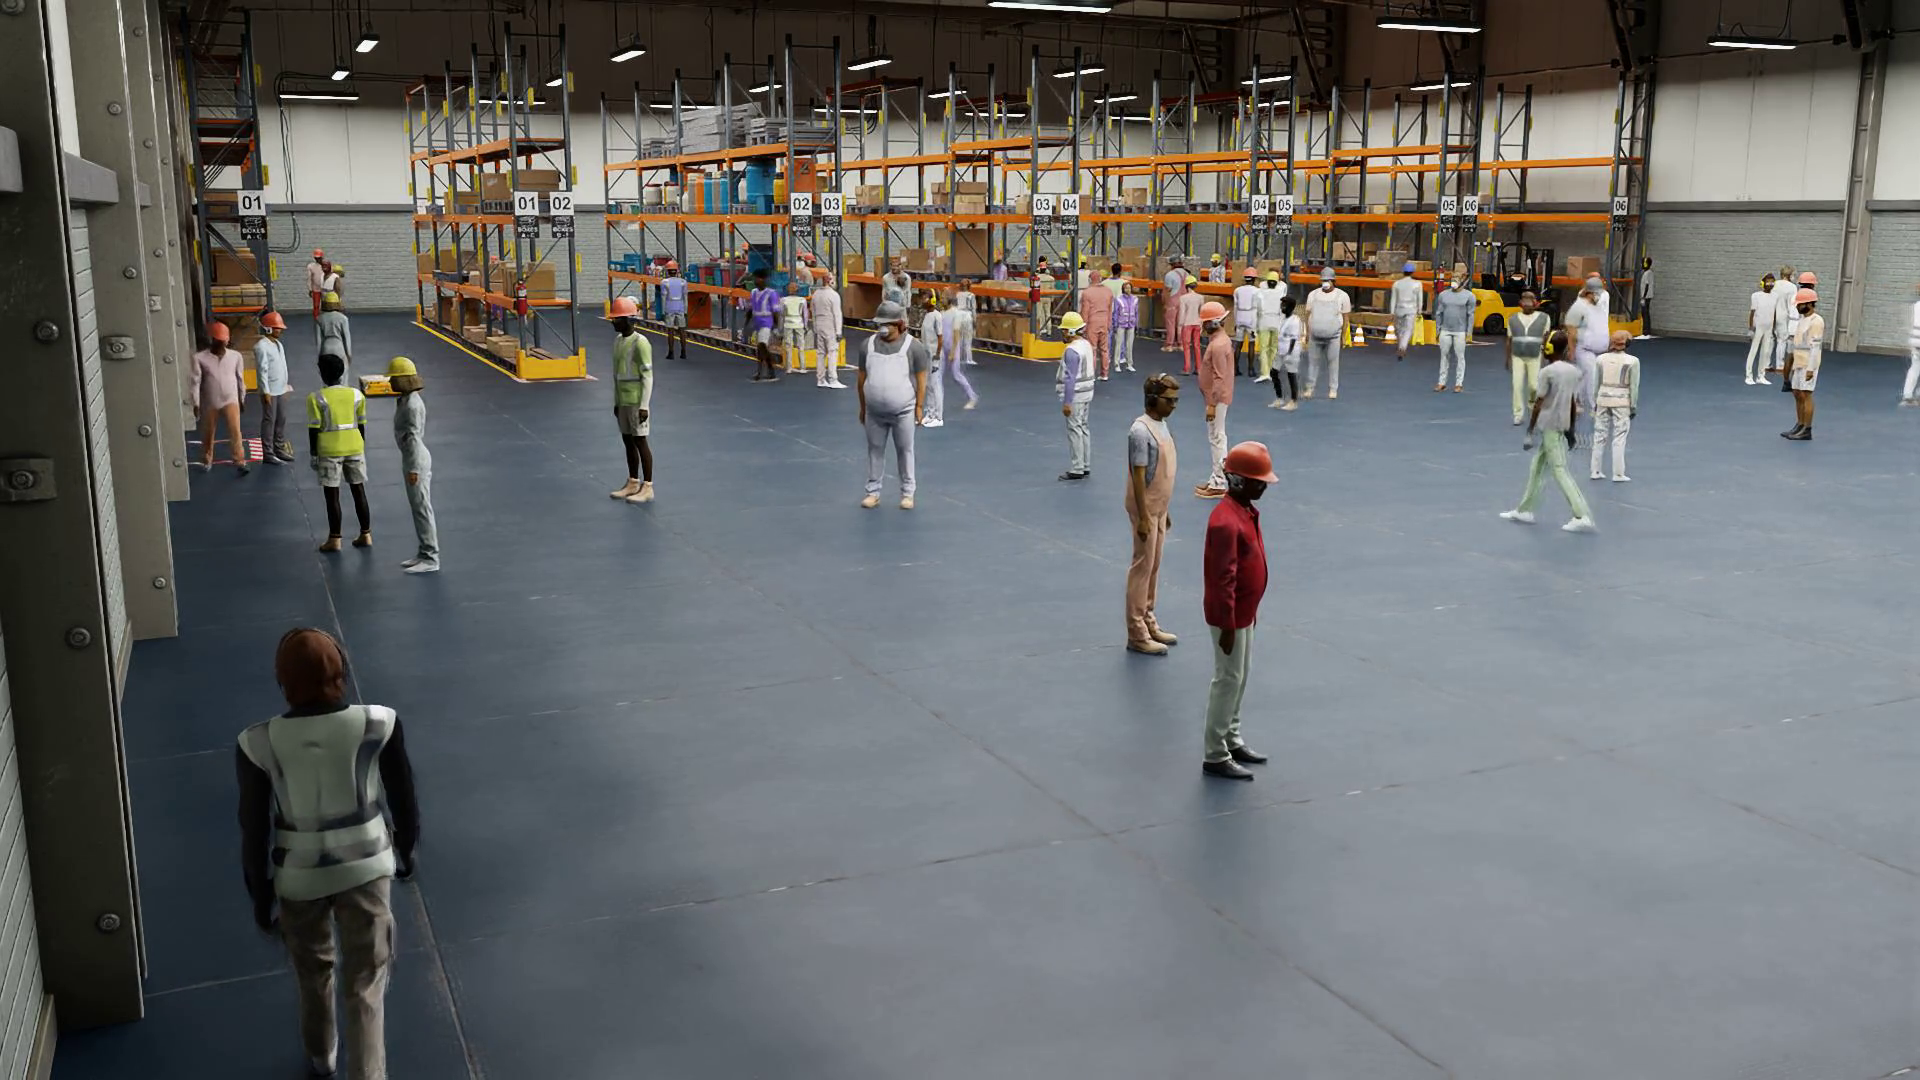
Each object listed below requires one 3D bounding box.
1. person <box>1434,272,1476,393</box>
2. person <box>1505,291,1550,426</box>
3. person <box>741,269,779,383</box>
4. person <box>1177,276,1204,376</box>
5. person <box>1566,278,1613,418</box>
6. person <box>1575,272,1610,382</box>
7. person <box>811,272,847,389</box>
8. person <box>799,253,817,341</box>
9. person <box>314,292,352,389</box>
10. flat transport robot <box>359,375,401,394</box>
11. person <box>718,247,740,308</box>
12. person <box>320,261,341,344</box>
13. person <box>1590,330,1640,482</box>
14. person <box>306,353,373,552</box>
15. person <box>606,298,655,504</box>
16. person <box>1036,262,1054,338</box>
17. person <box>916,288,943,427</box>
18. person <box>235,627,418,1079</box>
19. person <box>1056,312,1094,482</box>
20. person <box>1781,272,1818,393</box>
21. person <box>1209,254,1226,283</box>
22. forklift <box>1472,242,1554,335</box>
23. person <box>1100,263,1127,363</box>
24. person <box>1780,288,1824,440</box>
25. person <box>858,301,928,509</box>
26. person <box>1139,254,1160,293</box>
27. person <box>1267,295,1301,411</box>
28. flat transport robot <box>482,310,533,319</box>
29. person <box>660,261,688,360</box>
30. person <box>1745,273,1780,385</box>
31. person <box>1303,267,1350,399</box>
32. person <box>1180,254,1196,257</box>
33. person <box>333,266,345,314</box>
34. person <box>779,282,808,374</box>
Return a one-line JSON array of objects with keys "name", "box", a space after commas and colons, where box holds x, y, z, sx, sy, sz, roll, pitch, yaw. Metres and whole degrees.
[{"name": "person", "box": [7.957, -3.342, 26.787, 0.629, 1.937, 0.373, 8, 13, 34]}, {"name": "person", "box": [7.711, -2.471, 22.627, 0.594, 1.826, 0.468, 5, 12, 25]}, {"name": "person", "box": [-3.433, -3.632, 28.270, 0.886, 1.932, 0.628, -11, 16, -44]}, {"name": "person", "box": [4.085, -3.804, 29.563, 0.533, 1.767, 0.325, -6, 13, -28]}, {"name": "person", "box": [8.925, -2.753, 23.520, 0.720, 2.000, 0.793, -9, 14, -37]}, {"name": "person", "box": [10.682, -3.597, 28.212, 0.356, 1.885, 0.572, -11, 15, -44]}, {"name": "person", "box": [-2.155, -3.451, 27.414, 0.399, 1.909, 0.642, -11, 16, -44]}, {"name": "person", "box": [-3.402, -5.428, 37.293, 0.438, 1.981, 0.614, -4, 12, -17]}, {"name": "person", "box": [-9.052, -2.712, 24.077, 0.492, 1.740, 0.325, 0, 11, -1]}, {"name": "flat transport robot", "box": [-9.333, -2.527, 26.885, 0.652, 0.197, 1.431, -5, 12, -23]}, {"name": "person", "box": [-6.990, -7.972, 50.542, 0.705, 1.858, 0.678, -2, 11, -12]}, {"name": "person", "box": [-13.804, -5.205, 36.498, 0.563, 1.838, 0.389, 6, 13, 29]}, {"name": "person", "box": [7.034, -1.437, 17.880, 0.312, 1.631, 0.508, -9, 14, -38]}, {"name": "person", "box": [-5.308, -0.745, 14.218, 0.322, 1.691, 0.533, 9, 15, 40]}, {"name": "person", "box": [-3.293, -1.382, 16.546, 0.394, 2.042, 0.611, -9, 14, -38]}, {"name": "person", "box": [1.901, -5.547, 38.454, 0.564, 1.751, 0.342, -3, 12, -17]}, {"name": "person", "box": [-0.405, -2.466, 22.491, 0.329, 1.876, 0.508, -5, 12, -23]}, {"name": "person", "box": [-1.977, 1.067, 5.250, 0.517, 1.596, 0.852, -3, 12, -16]}, {"name": "person", "box": [1.232, -1.542, 17.940, 0.404, 1.821, 0.588, 4, 12, 19]}, {"name": "person", "box": [13.482, -3.320, 26.666, 0.379, 1.938, 0.547, -2, 11, -8]}, {"name": "person", "box": [6.658, -6.512, 43.192, 0.405, 1.824, 0.593, -6, 13, -27]}, {"name": "forklift", "box": [13.047, -6.049, 39.881, 2.313, 2.155, 1.214, -5, 12, -23]}, {"name": "person", "box": [2.997, -4.372, 32.069, 0.596, 1.915, 0.373, 3, 12, 15]}, {"name": "person", "box": [10.741, -2.235, 21.194, 0.383, 1.926, 0.550, 1, 11, 5]}, {"name": "person", "box": [-0.680, -1.313, 16.204, 0.684, 2.000, 0.536, 2, 11, 12]}, {"name": "person", "box": [4.895, -6.492, 42.966, 0.533, 1.868, 0.310, 3, 11, 14]}, {"name": "person", "box": [4.699, -2.705, 24.155, 0.552, 1.677, 0.547, -3, 12, -15]}, {"name": "flat transport robot", "box": [-12.265, -6.140, 45.246, 0.652, 0.197, 1.431, 9, 14, 37]}, {"name": "person", "box": [-5.637, -4.528, 32.804, 0.545, 1.939, 0.354, -5, 12, -25]}, {"name": "person", "box": [13.510, -3.540, 27.957, 0.513, 1.871, 0.329, -2, 11, -8]}, {"name": "person", "box": [5.680, -3.216, 25.873, 0.673, 2.000, 0.536, 5, 12, 23]}, {"name": "person", "box": [7.219, -8.375, 52.599, 0.620, 1.845, 0.430, -6, 12, -27]}, {"name": "person", "box": [-13.824, -5.238, 37.018, 0.399, 1.697, 0.671, -9, 14, -37]}, {"name": "person", "box": [-2.985, -3.790, 29.814, 0.514, 1.640, 0.315, -1, 11, -6]}]
